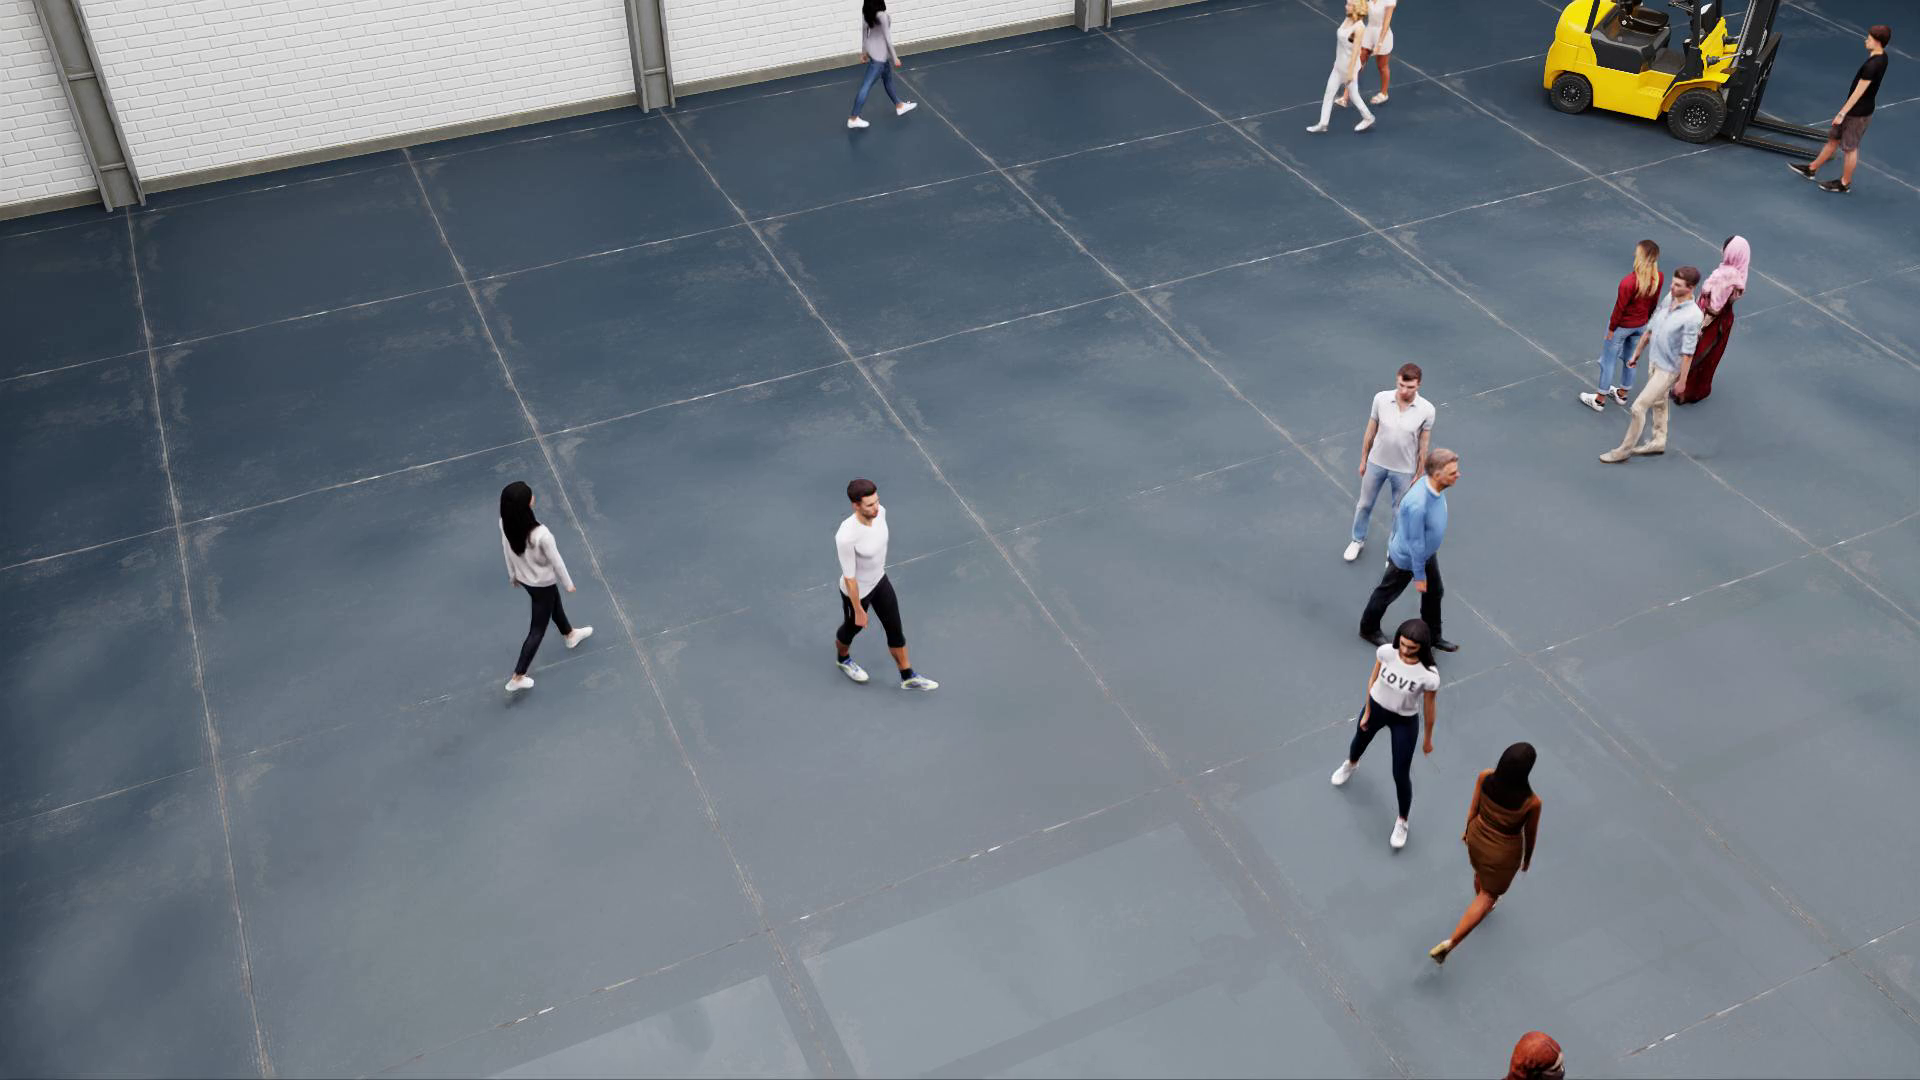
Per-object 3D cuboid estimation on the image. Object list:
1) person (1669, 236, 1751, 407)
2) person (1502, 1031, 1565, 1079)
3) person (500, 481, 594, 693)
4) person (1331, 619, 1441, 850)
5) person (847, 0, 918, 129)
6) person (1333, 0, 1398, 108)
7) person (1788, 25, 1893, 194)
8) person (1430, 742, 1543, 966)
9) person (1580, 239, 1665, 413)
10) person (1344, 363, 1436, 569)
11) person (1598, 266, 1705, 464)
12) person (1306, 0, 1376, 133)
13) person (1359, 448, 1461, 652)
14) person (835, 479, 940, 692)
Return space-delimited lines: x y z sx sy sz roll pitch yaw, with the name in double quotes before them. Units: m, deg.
"person" 6.663 -1.948 14.679 0.814 1.631 0.694 27 46 30
"person" 2.745 3.041 8.316 0.494 1.776 0.662 -22 43 -25
"person" -3.048 0.347 11.780 1.002 1.662 1.215 23 44 26
"person" 2.811 1.174 10.680 0.948 1.742 0.898 29 47 31
"person" -1.042 -5.533 19.126 1.171 1.683 0.645 -18 42 -21
"person" 4.983 -5.900 19.611 1.119 1.651 0.687 -22 44 -25
"person" 9.698 -4.590 17.815 1.054 1.846 1.025 20 43 23
"person" 3.127 1.872 9.869 1.112 1.664 0.801 -31 48 -33
"person" 5.867 -1.884 14.598 0.450 1.632 0.658 -14 41 -17
"person" 3.328 -0.586 12.799 0.721 1.849 0.758 17 42 20
"person" 5.985 -1.458 13.908 0.992 1.827 0.847 -3 39 -4
"person" 4.519 -5.428 19.030 1.107 1.639 0.780 -7 39 -9
"person" 3.190 0.066 12.035 0.995 1.783 1.016 27 46 29
"person" -0.743 0.289 11.726 1.084 1.821 1.149 24 45 27
